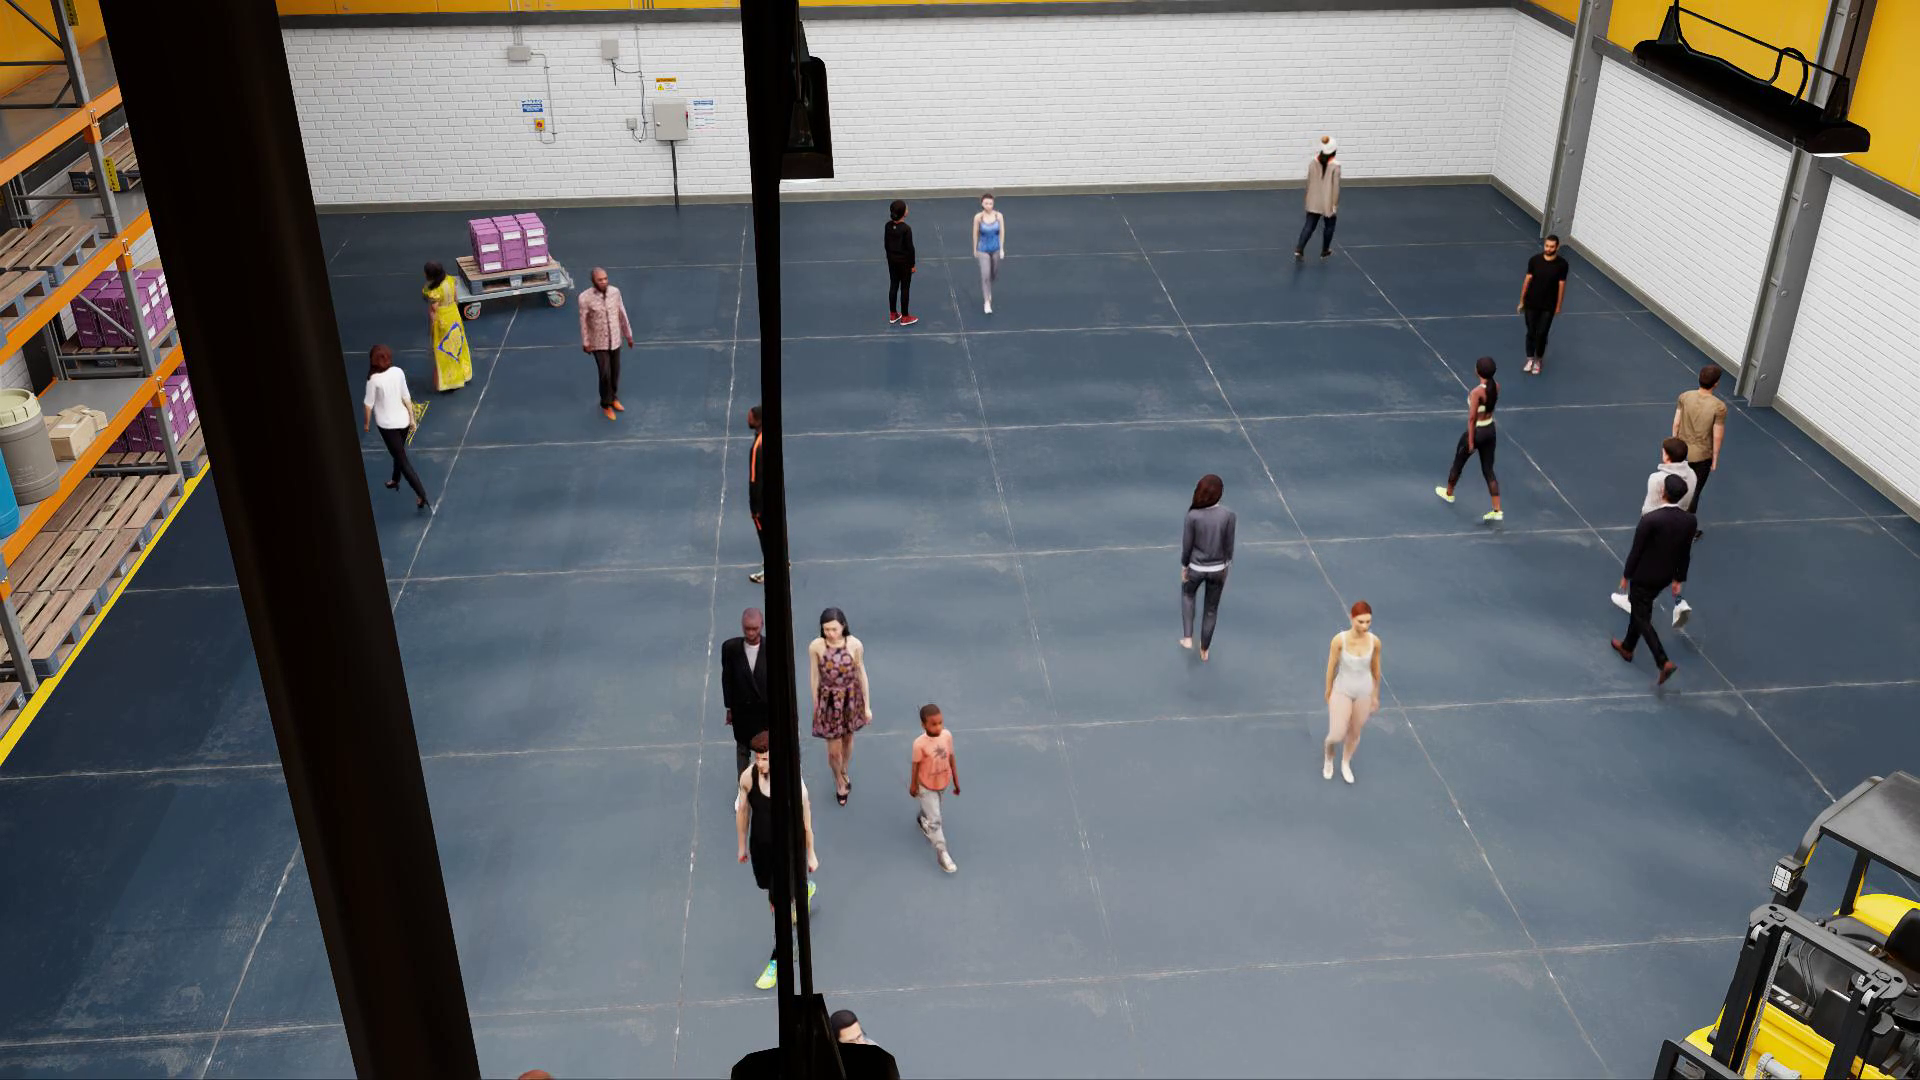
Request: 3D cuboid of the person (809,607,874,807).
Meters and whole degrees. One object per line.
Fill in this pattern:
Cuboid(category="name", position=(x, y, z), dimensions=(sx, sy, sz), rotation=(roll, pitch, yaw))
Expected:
Cuboid(category="person", position=(-0.939, 1.224, 12.828), dimensions=(0.664, 1.759, 0.764), rotation=(-7, 29, -13))

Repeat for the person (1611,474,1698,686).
Cuboid(category="person", position=(6.024, 0.357, 14.317), dimensions=(0.852, 1.855, 1.181), rotation=(-7, 29, -13))

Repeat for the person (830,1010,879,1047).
Cuboid(category="person", position=(-0.607, 3.260, 9.102), dimensions=(0.703, 1.753, 0.728), rotation=(-22, 35, -34))

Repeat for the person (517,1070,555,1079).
Cuboid(category="person", position=(-2.135, 3.432, 8.823), dimensions=(0.704, 1.718, 0.613), rotation=(-22, 36, -34))

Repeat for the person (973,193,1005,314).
Cuboid(category="person", position=(0.387, -3.907, 22.424), dimensions=(0.620, 1.578, 1.029), rotation=(-6, 29, -11))

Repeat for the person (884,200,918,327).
Cuboid(category="person", position=(-0.789, -3.655, 21.861), dimensions=(0.679, 1.675, 0.720), rotation=(18, 34, 30))

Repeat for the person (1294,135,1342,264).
Cuboid(category="person", position=(5.145, -4.871, 23.898), dimensions=(1.137, 1.859, 1.213), rotation=(20, 35, 33))

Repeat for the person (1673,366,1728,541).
Cuboid(category="person", position=(7.304, -0.875, 16.579), dimensions=(0.809, 1.852, 0.715), rotation=(-23, 36, -36))

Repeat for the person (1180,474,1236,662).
Cuboid(category="person", position=(2.172, 0.284, 14.554), dimensions=(0.653, 1.757, 0.659), rotation=(1, 29, 3))

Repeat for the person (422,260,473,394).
Cuboid(category="person", position=(-6.193, -2.602, 19.961), dimensions=(1.051, 1.645, 0.936), rotation=(18, 33, 29))

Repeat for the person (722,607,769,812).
Cuboid(category="person", position=(-1.559, 1.272, 12.735), dimensions=(0.640, 1.764, 0.544), rotation=(-1, 29, -3))

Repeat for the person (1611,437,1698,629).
Cuboid(category="person", position=(6.416, -0.040, 15.070), dimensions=(0.837, 1.831, 1.134), rotation=(-10, 30, -17))

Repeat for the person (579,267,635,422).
Cuboid(category="person", position=(-4.155, -2.340, 19.328), dimensions=(0.883, 1.790, 0.941), rotation=(-23, 36, -35))

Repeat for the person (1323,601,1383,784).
Cuboid(category="person", position=(3.062, 1.163, 13.073), dimensions=(0.553, 1.632, 0.548), rotation=(-2, 29, -3))

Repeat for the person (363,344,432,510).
Cuboid(category="person", position=(-5.766, -1.118, 17.130), dimensions=(1.118, 1.751, 1.109), rotation=(19, 34, 31))

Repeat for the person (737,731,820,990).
Cuboid(category="person", position=(-1.201, 2.036, 11.235), dimensions=(1.062, 1.858, 1.280), rotation=(12, 31, 21))

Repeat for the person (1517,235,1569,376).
Cuboid(category="person", position=(7.155, -2.921, 20.440), dimensions=(0.769, 1.745, 0.812), rotation=(16, 32, 27))

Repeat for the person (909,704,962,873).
Cuboid(category="person", position=(-0.229, 1.751, 12.360), dimensions=(0.755, 1.282, 0.977), rotation=(-16, 32, -26))

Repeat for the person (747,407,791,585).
Cuboid(category="person", position=(-1.837, -0.442, 15.832), dimensions=(0.752, 1.807, 0.613), rotation=(10, 30, 18))

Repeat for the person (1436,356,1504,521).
Cuboid(category="person", position=(5.363, -0.995, 16.944), dimensions=(0.830, 1.713, 1.221), rotation=(-13, 31, -22))
